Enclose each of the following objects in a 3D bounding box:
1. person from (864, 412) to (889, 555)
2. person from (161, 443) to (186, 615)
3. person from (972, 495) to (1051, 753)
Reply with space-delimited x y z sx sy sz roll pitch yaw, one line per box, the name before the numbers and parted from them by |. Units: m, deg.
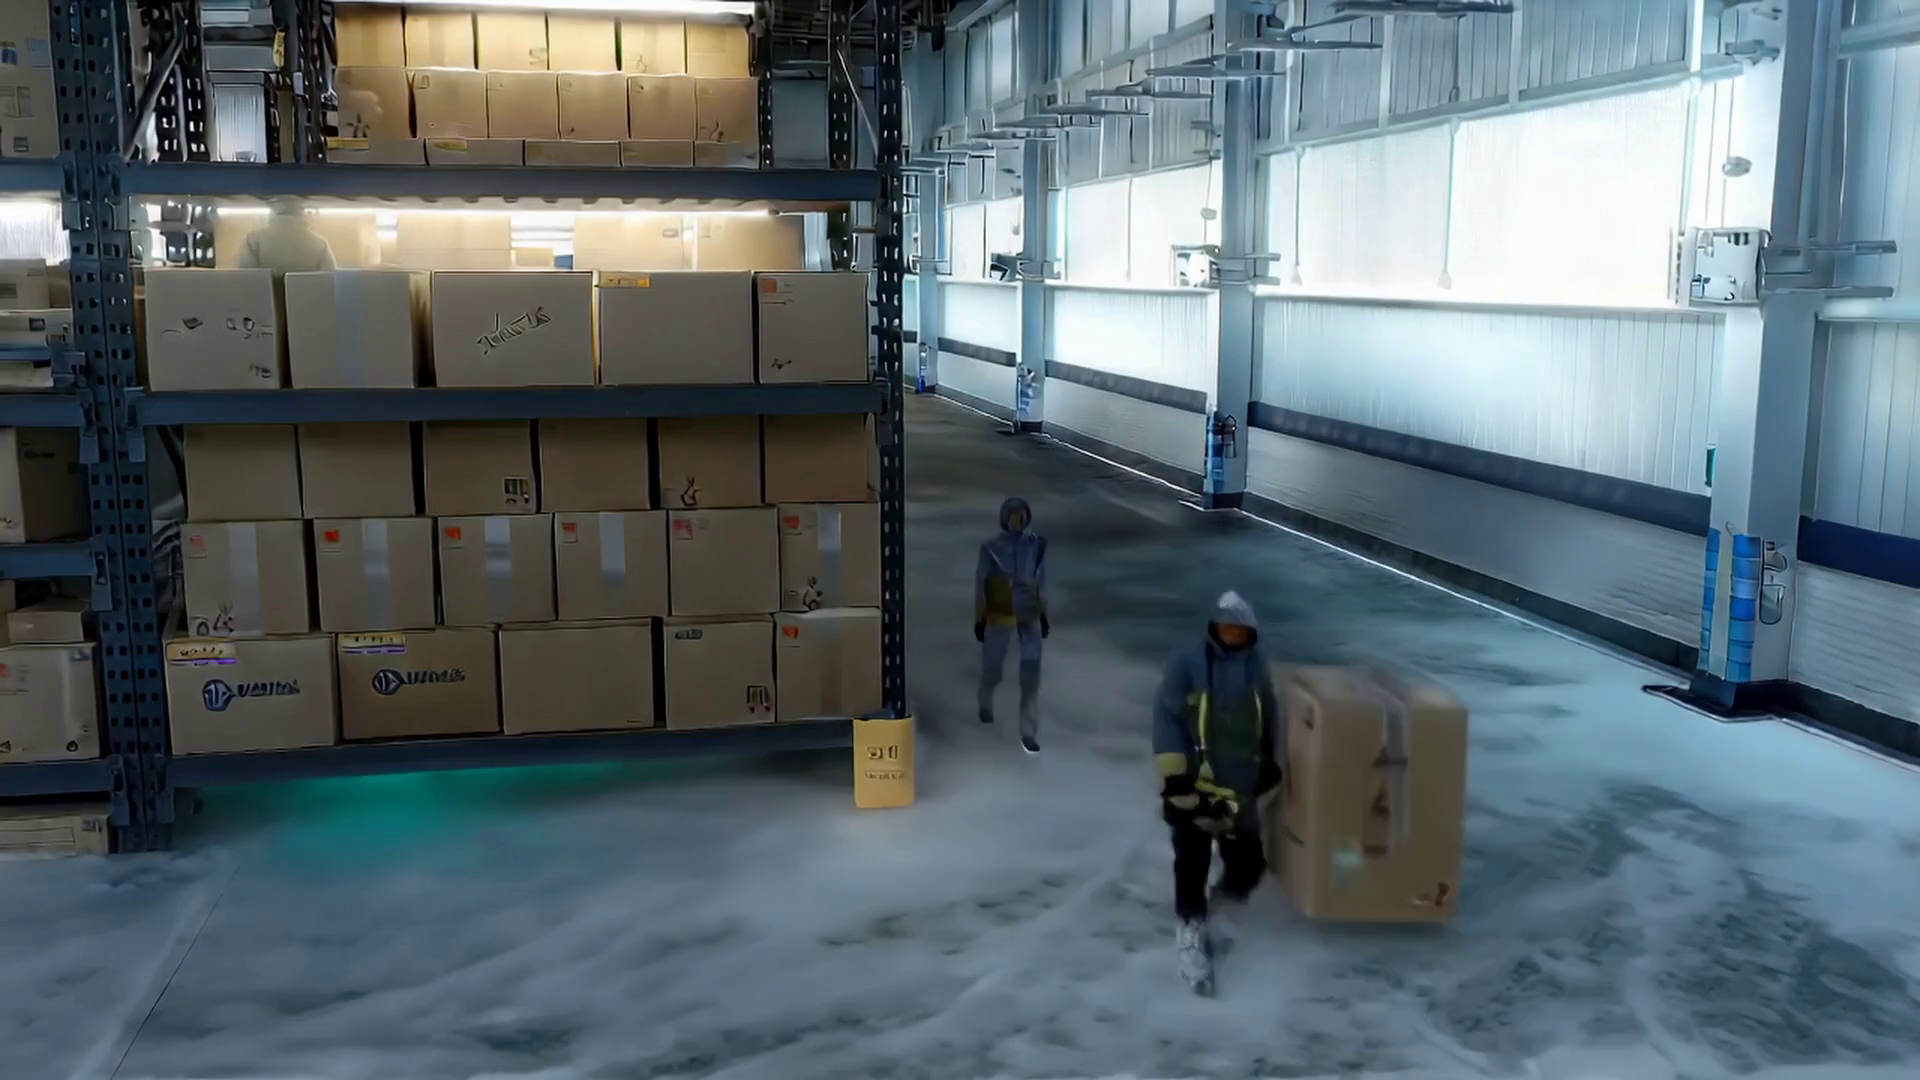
person | -0.979 -0.620 16.845 0.605 1.814 0.737 4 10 22
person | -5.297 0.203 11.581 1.026 1.888 0.637 0 9 -3
person | 0.314 0.496 10.651 0.520 1.609 0.743 -2 10 -13
